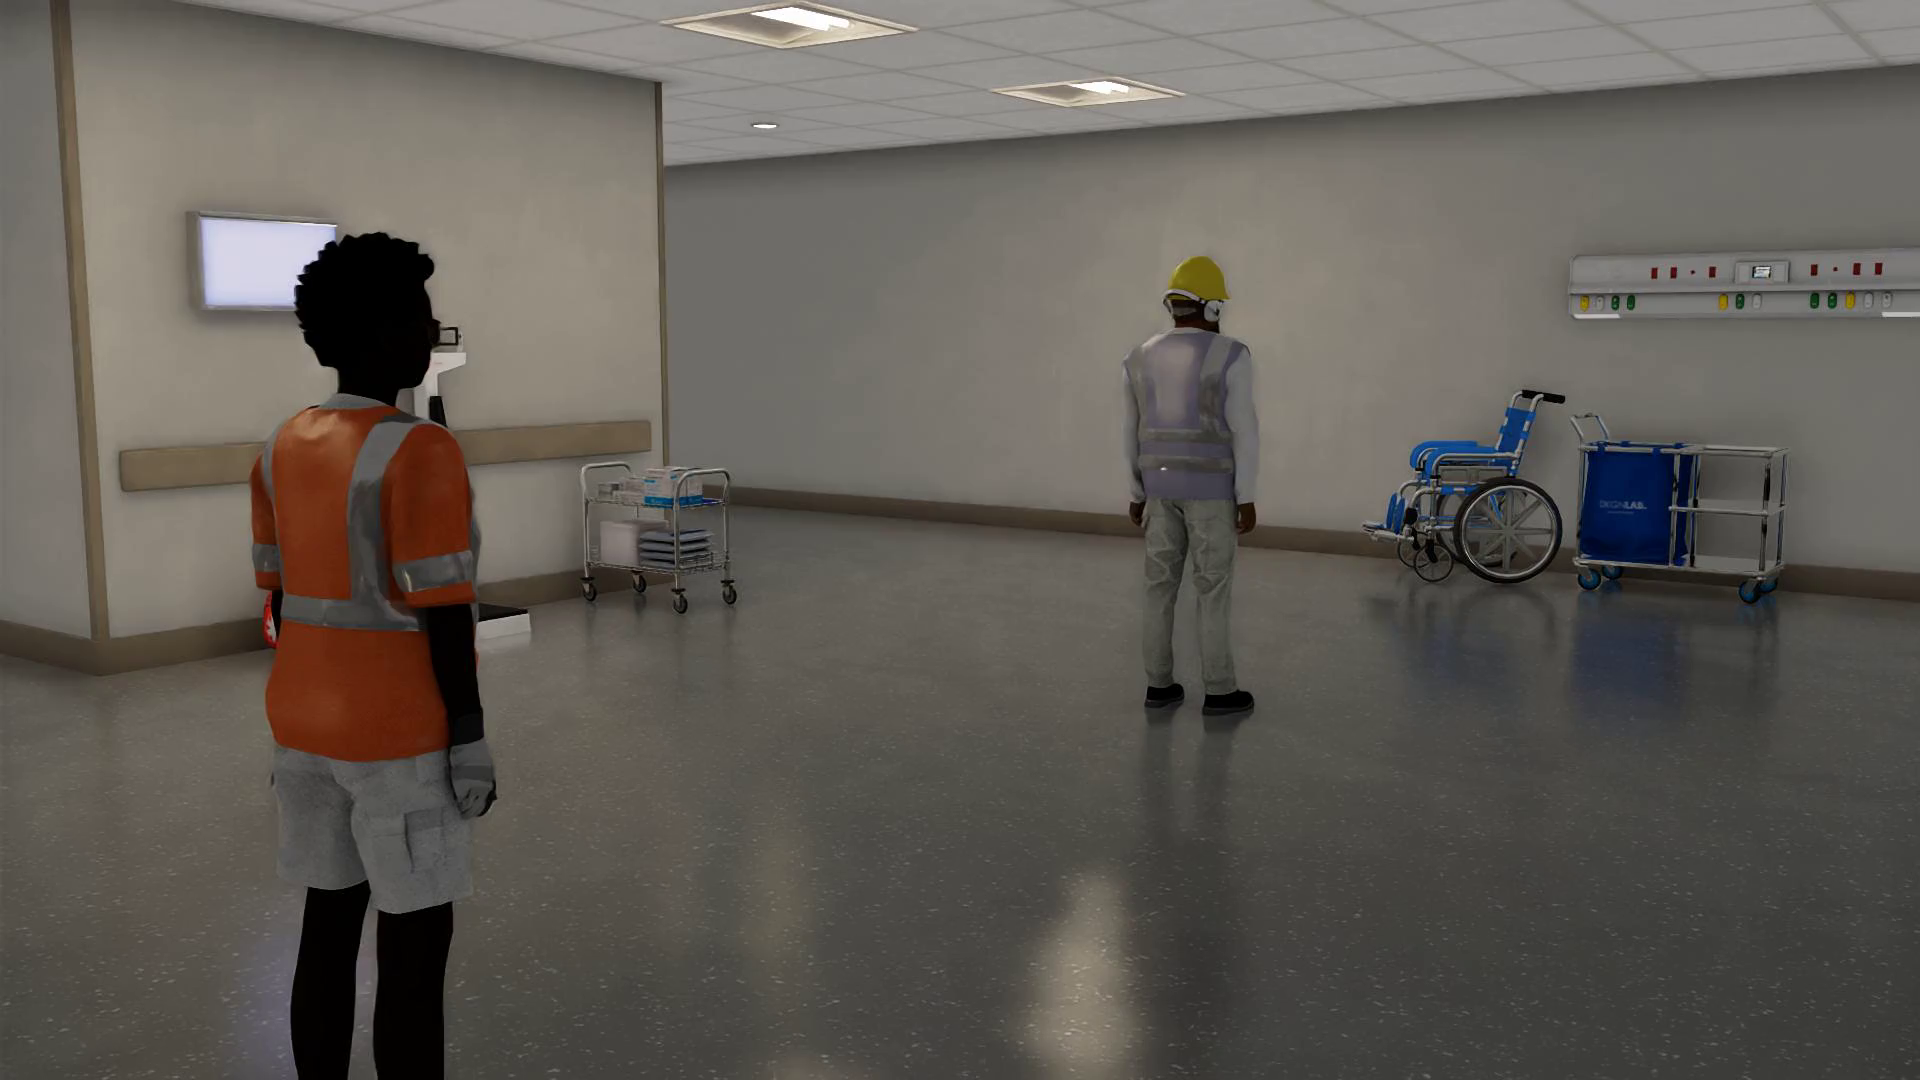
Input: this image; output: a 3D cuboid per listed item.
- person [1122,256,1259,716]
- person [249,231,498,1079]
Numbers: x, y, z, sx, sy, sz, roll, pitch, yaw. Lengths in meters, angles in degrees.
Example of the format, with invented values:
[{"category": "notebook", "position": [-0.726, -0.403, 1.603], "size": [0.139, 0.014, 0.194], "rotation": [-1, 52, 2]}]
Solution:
[{"category": "person", "position": [0.939, -0.215, 6.702], "size": [0.589, 1.835, 0.404], "rotation": [5, 9, 38]}, {"category": "person", "position": [-0.995, 0.331, 2.857], "size": [0.533, 1.697, 0.322], "rotation": [5, 9, 38]}]
